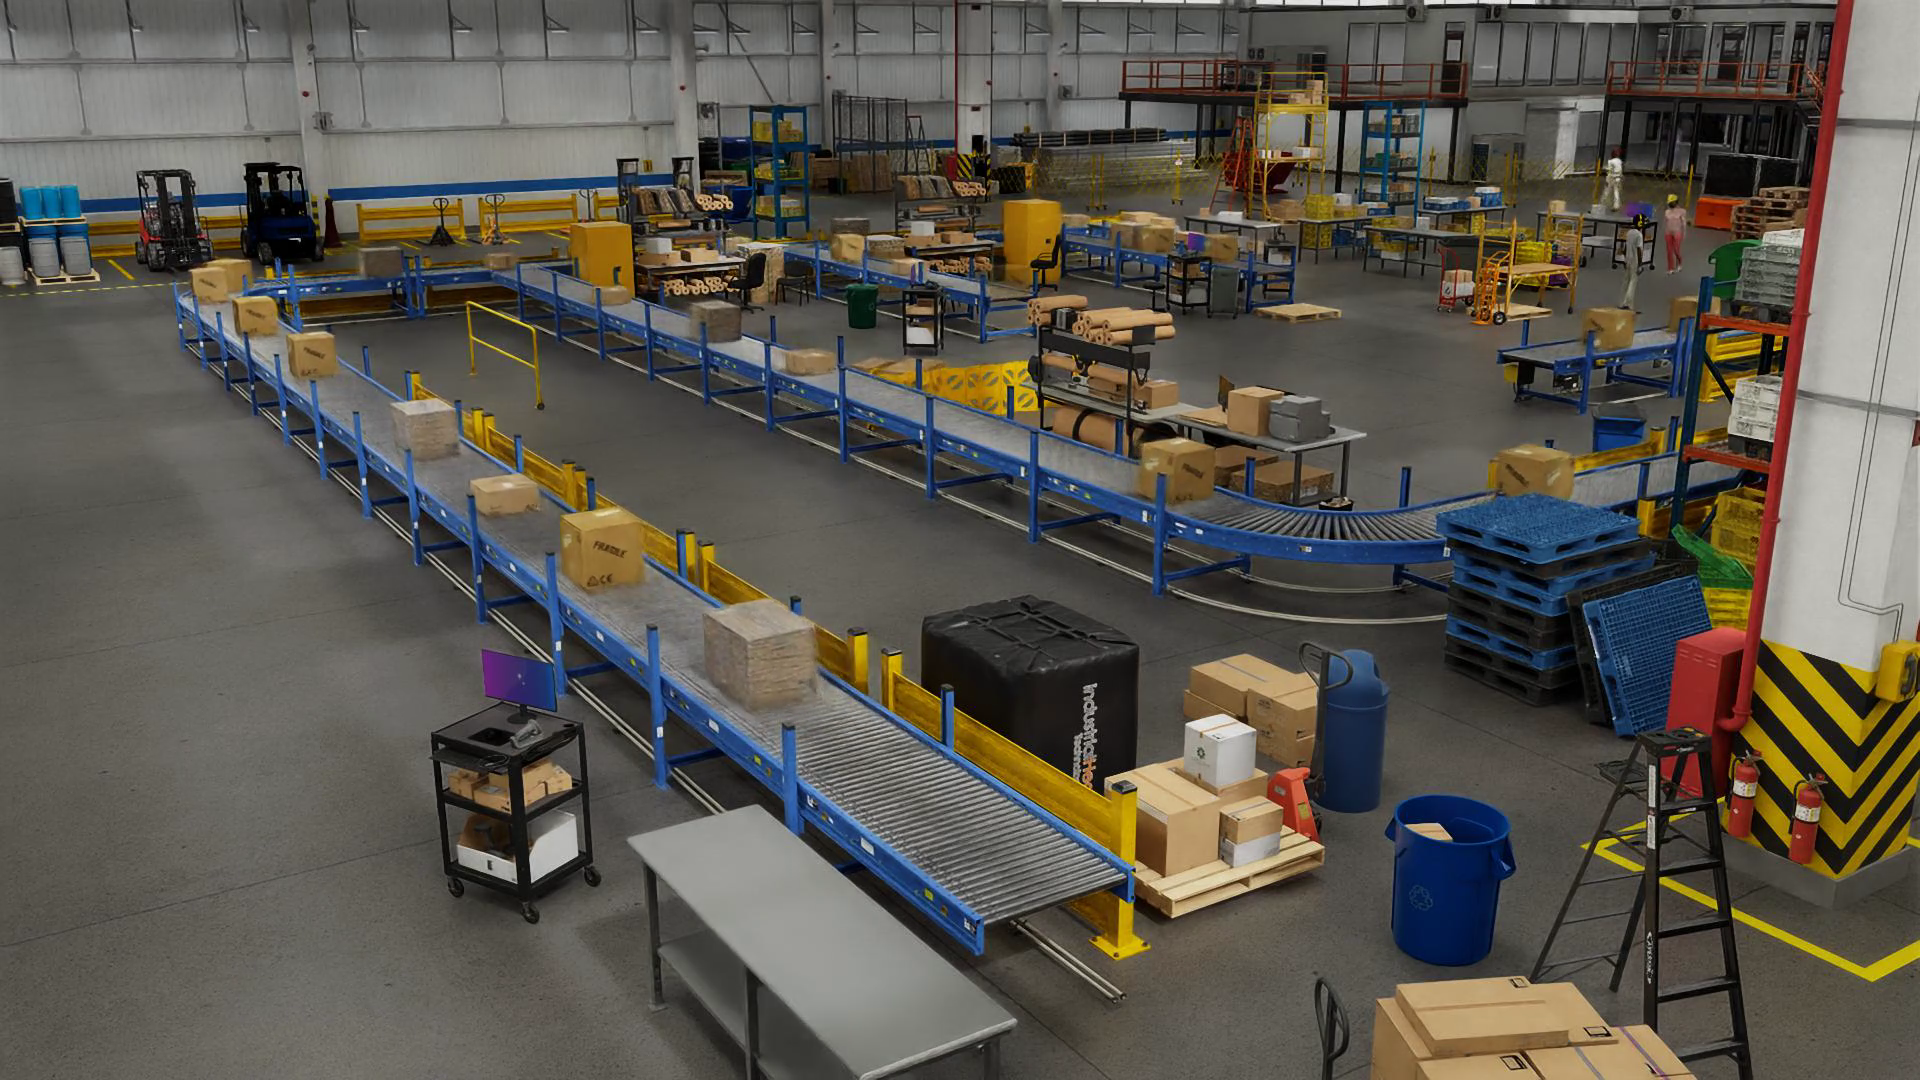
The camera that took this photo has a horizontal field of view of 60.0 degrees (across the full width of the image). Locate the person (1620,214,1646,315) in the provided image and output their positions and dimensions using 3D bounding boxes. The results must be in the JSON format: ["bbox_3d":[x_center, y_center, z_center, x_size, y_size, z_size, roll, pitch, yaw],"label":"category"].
[{"bbox_3d":[12.613,-5.163,31.117,0.316,1.870,0.531,-2,17,-7],"label":"person"}]

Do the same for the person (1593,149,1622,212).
[{"bbox_3d":[19.482,-10.758,49.794,0.607,1.829,0.985,-6,18,-20],"label":"person"}]

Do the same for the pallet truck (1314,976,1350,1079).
[{"bbox_3d":[2.299,2.390,7.086,1.601,1.201,0.680,-2,17,-7],"label":"pallet truck"}]

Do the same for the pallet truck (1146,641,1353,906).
[{"bbox_3d":[1.664,1.407,10.232,1.630,1.274,0.653,-10,20,-31],"label":"pallet truck"}]

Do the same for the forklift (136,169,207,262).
[{"bbox_3d":[-17.842,-7.318,37.559,1.157,1.987,2.680,-10,20,-31],"label":"forklift"}]

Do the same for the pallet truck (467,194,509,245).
[{"bbox_3d":[-11.983,-8.177,42.137,0.704,1.261,1.522,-11,20,-33],"label":"pallet truck"}]

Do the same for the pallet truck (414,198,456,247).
[{"bbox_3d":[-13.250,-8.060,41.856,0.680,1.201,1.601,-10,20,-31],"label":"pallet truck"}]

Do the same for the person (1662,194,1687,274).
[{"bbox_3d":[15.624,-6.686,36.419,0.354,1.727,0.566,-14,22,-38],"label":"person"}]

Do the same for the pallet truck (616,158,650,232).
[{"bbox_3d":[-8.918,-9.176,44.255,0.823,1.965,1.885,-9,19,-27],"label":"pallet truck"}]

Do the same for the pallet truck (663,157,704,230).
[{"bbox_3d":[-7.586,-9.308,44.692,0.823,1.965,1.885,-11,20,-33],"label":"pallet truck"}]

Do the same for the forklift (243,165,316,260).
[{"bbox_3d":[-15.898,-7.669,38.708,1.157,1.987,2.680,-11,20,-33],"label":"forklift"}]

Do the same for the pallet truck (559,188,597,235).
[{"bbox_3d":[-10.010,-8.652,43.699,0.653,1.274,1.630,-10,20,-31],"label":"pallet truck"}]
